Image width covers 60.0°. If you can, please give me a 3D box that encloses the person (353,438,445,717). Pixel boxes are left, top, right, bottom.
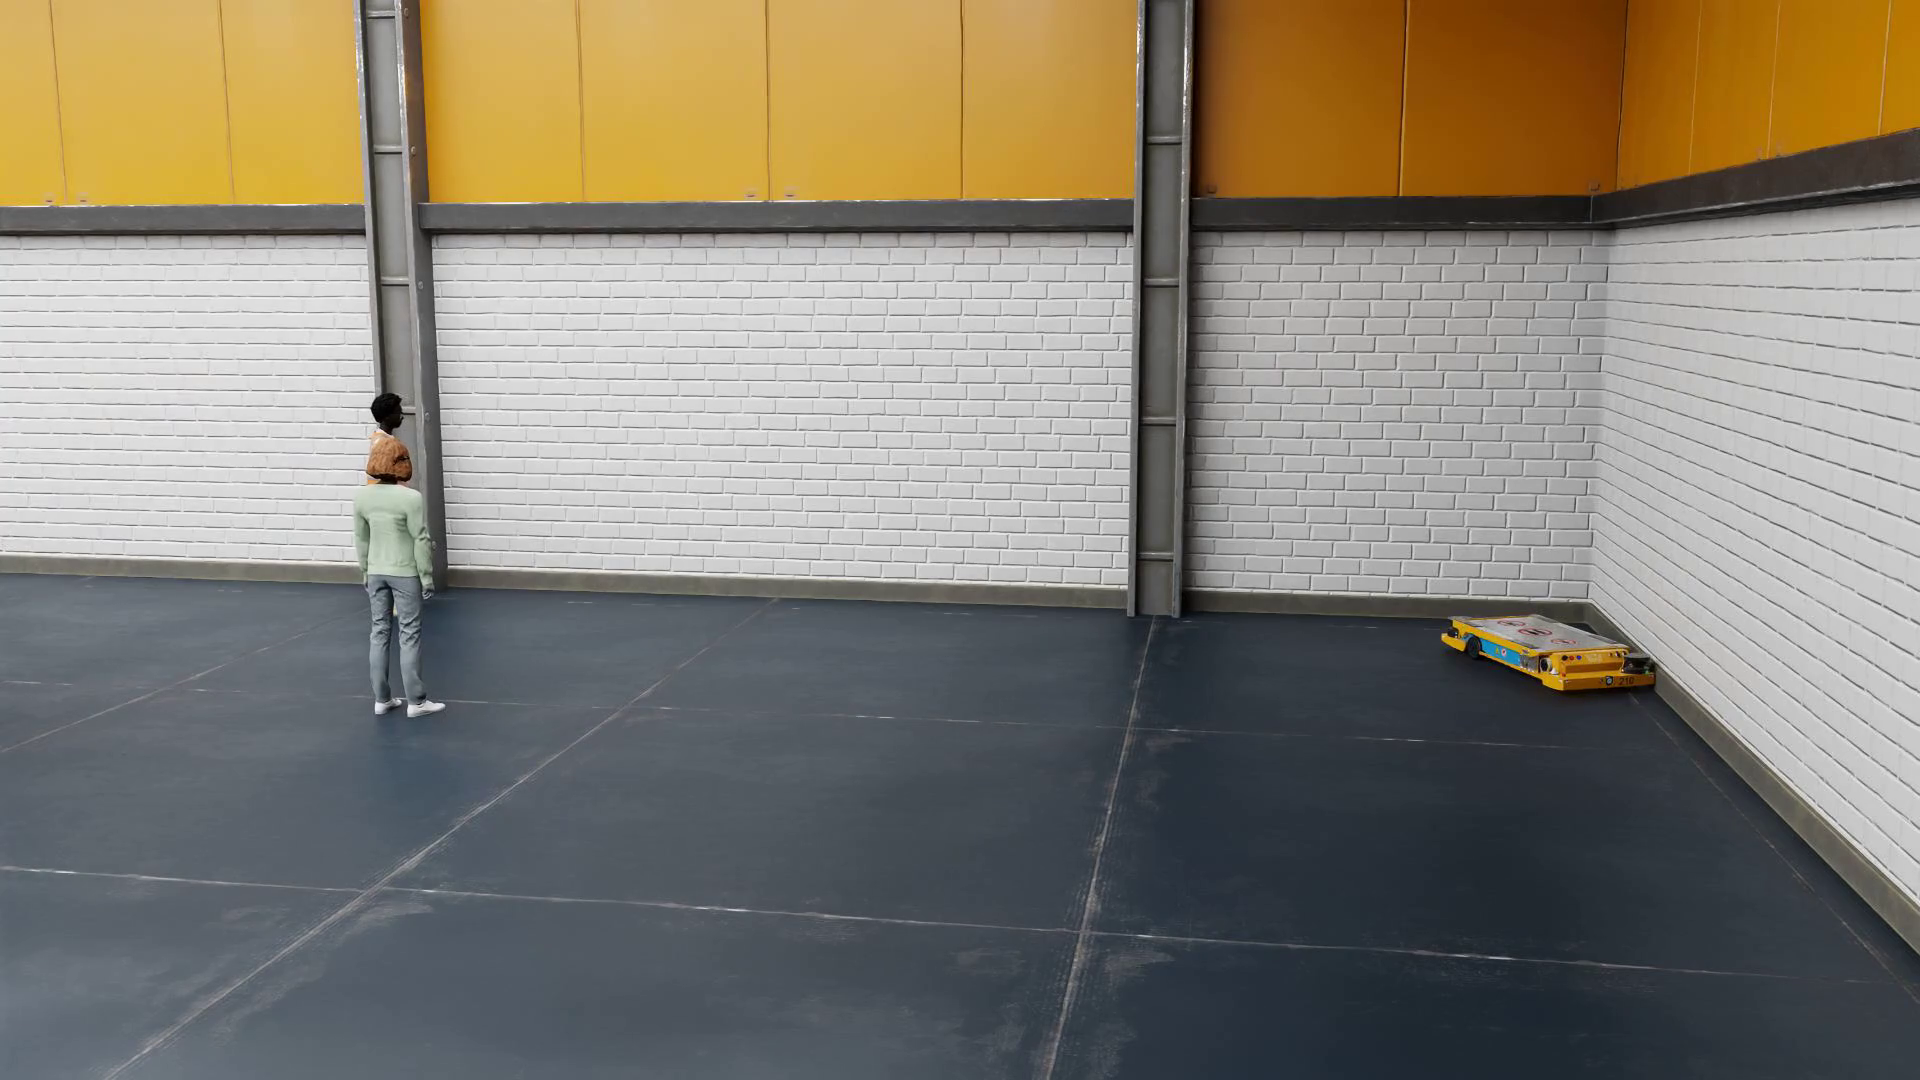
[{"bbox_3d":[-3.297,0.222,9.733,0.499,1.632,0.280,3,10,20],"label":"person"}]

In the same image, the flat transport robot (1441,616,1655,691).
[{"bbox_3d":[3.820,0.712,10.902,0.652,0.197,1.431,-2,9,-14],"label":"flat transport robot"}]

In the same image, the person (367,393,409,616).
[{"bbox_3d":[-4.329,-0.267,12.588,0.321,1.690,0.527,-3,10,-18],"label":"person"}]
